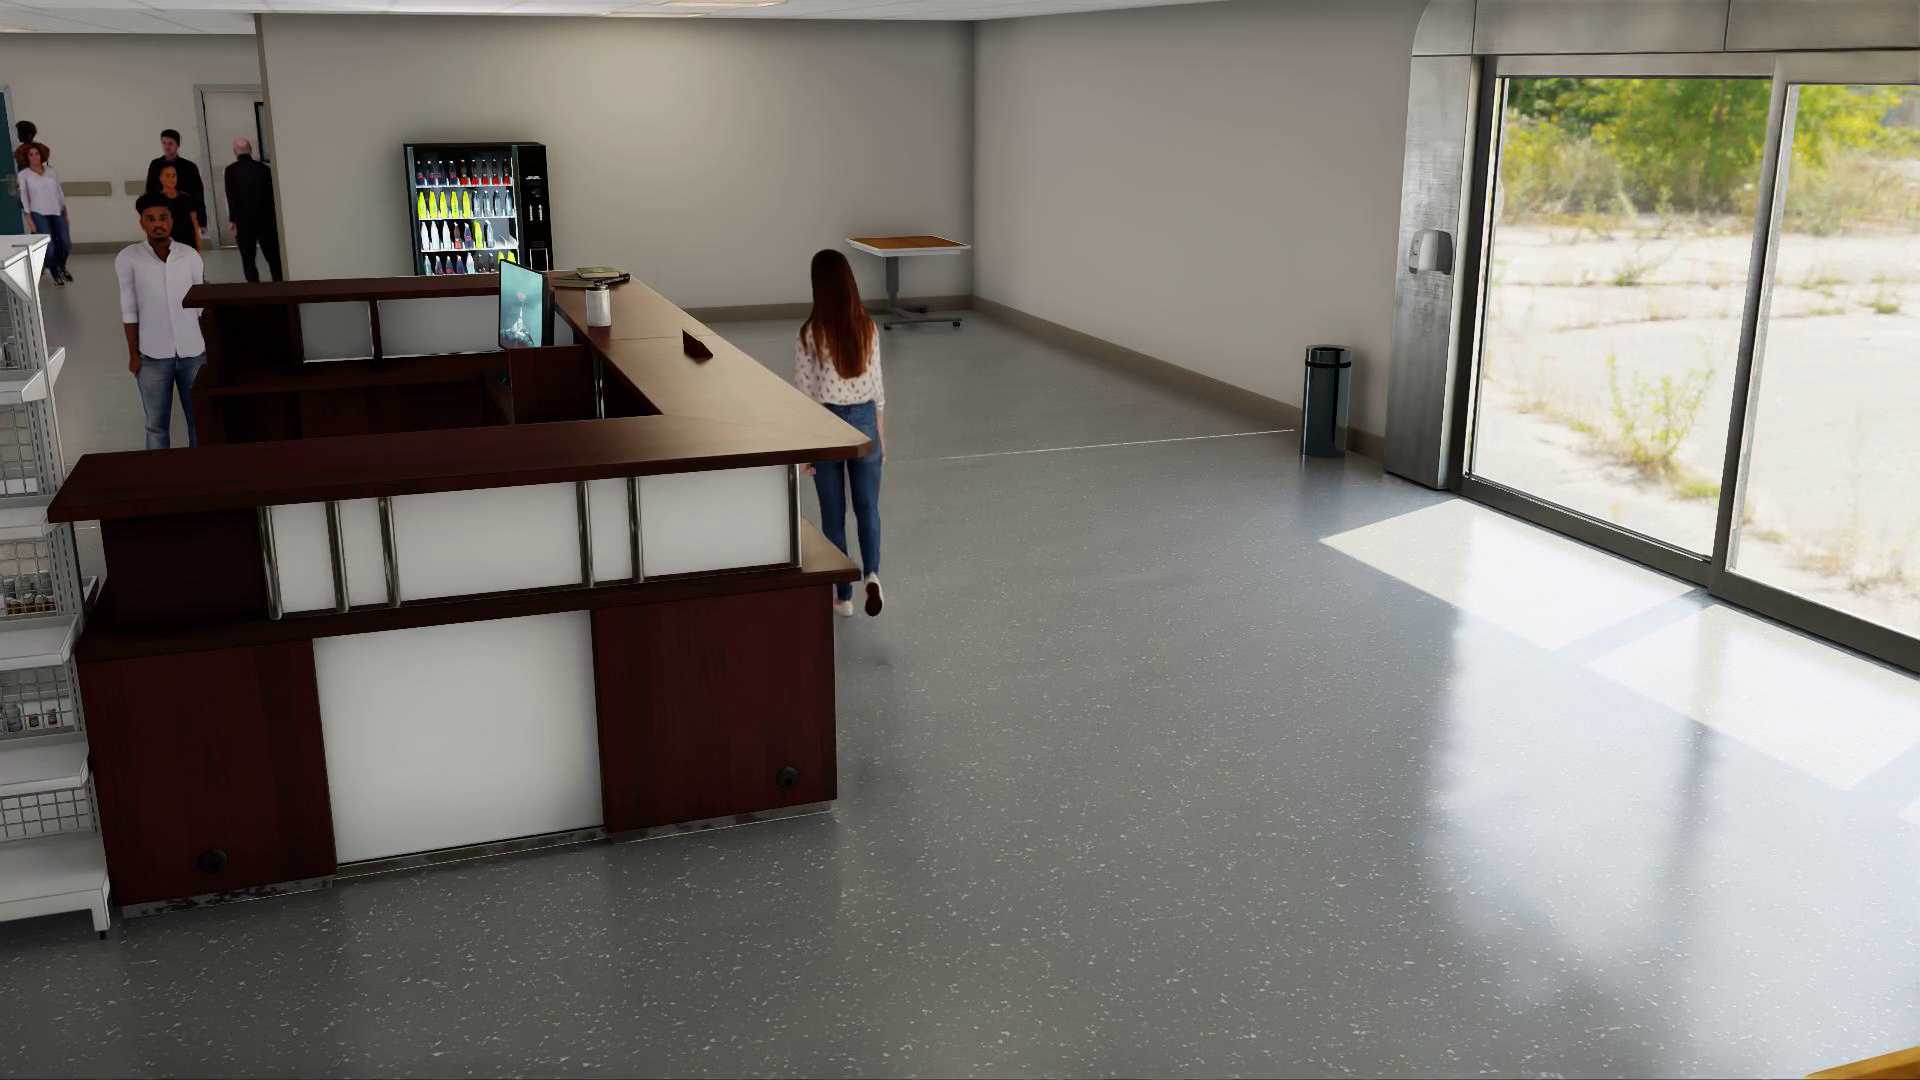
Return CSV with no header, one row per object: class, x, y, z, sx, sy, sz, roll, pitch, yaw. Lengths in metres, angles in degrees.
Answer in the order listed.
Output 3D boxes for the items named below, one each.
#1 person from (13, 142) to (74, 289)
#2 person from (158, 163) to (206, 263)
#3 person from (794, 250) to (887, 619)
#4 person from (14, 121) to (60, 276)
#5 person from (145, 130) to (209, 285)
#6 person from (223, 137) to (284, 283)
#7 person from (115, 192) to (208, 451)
person,-10.815,-3.836,19.642,0.849,1.690,0.772,14,21,41
person,-7.443,-2.723,15.760,0.770,1.654,0.800,-15,21,-42
person,-0.505,-0.432,7.530,0.751,1.712,0.671,-5,16,-16
person,-11.666,-4.324,21.001,0.765,1.893,0.768,2,16,9
person,-8.038,-3.242,17.195,1.298,1.876,1.154,2,16,8
person,-7.397,-3.286,17.489,1.167,1.800,0.921,-9,18,-28
person,-4.722,-1.168,9.949,0.606,1.816,0.758,-11,19,-33
